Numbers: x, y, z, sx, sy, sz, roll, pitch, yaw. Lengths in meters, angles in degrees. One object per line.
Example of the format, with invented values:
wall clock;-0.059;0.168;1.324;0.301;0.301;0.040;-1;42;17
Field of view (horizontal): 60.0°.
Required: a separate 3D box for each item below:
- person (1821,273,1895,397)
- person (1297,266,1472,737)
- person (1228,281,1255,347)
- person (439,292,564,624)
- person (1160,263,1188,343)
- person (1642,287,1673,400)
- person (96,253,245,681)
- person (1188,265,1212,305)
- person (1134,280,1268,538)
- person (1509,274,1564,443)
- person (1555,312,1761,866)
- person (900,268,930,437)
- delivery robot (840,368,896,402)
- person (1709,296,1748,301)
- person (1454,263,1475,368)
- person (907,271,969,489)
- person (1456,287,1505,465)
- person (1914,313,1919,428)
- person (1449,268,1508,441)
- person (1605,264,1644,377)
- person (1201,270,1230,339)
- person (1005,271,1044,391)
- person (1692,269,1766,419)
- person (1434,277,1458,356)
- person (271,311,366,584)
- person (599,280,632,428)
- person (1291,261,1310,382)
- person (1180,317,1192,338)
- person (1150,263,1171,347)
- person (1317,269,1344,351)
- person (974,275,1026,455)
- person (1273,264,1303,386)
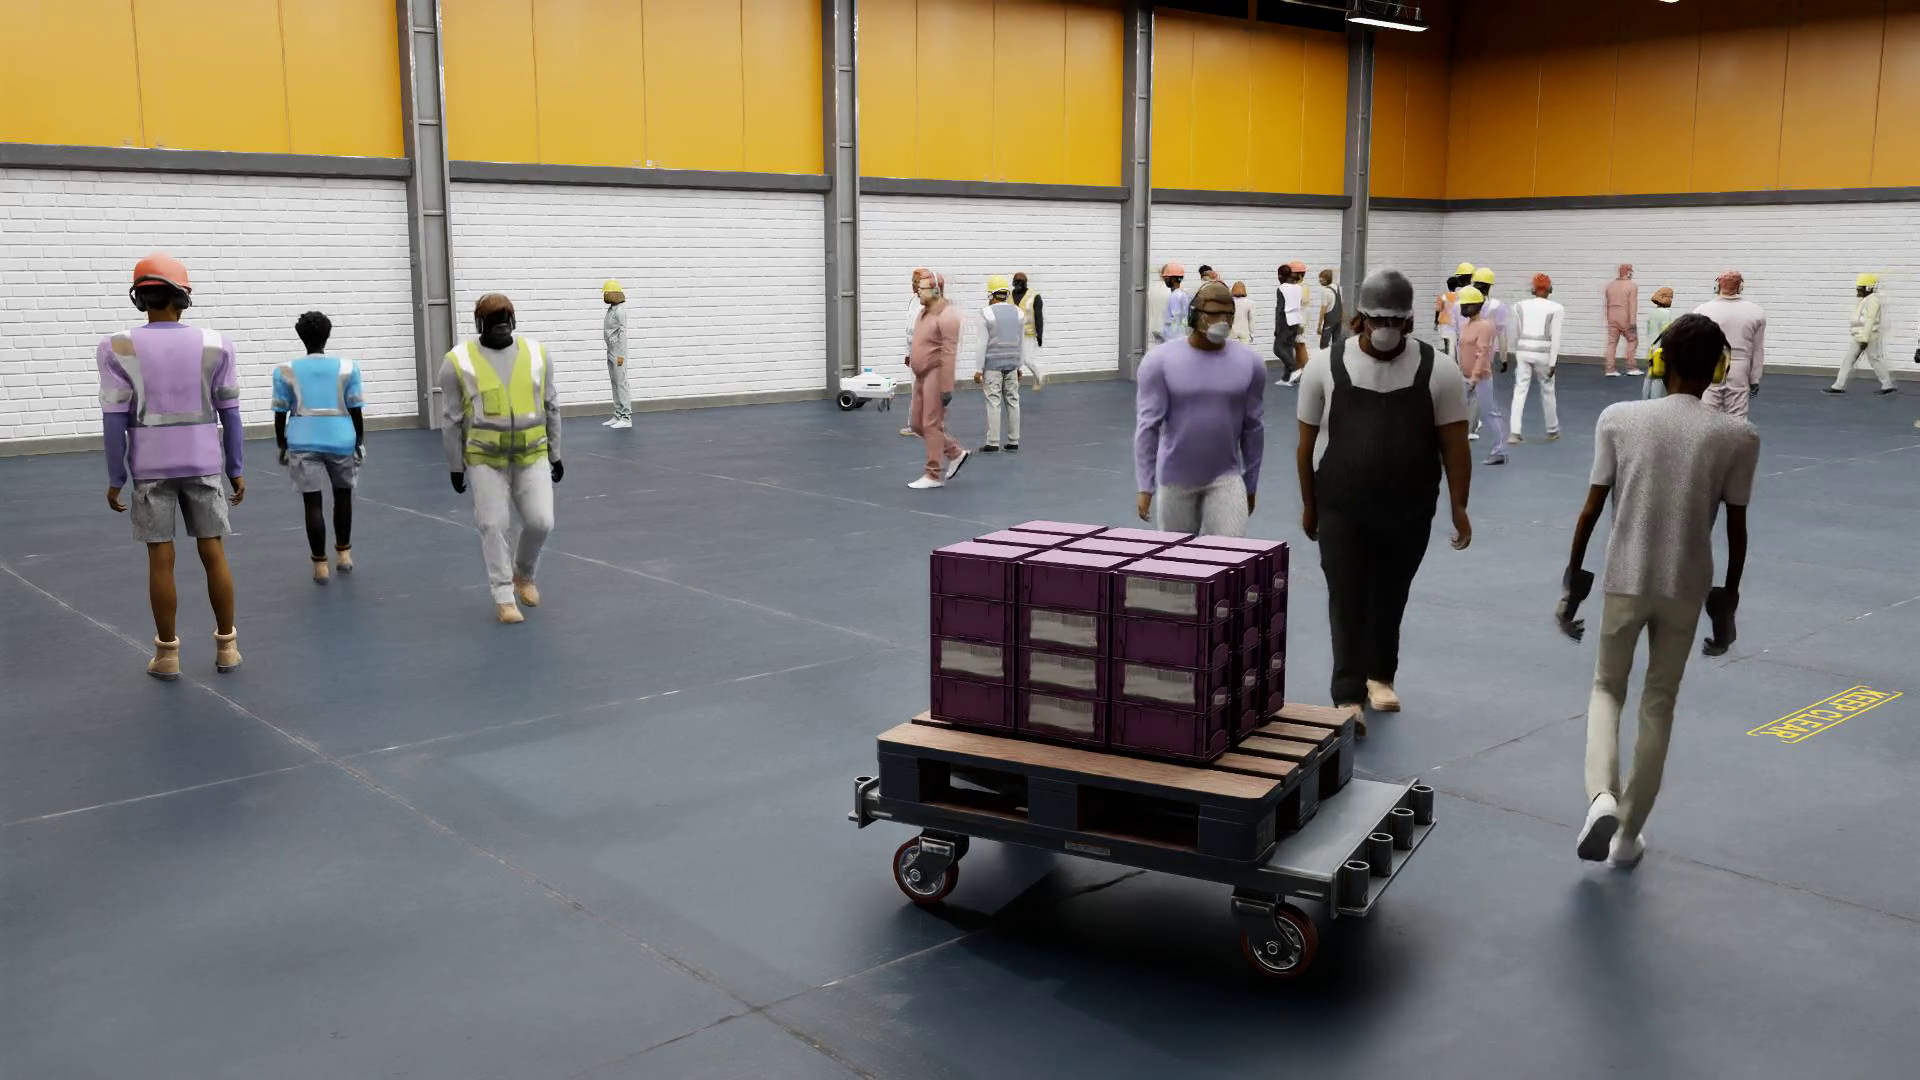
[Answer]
person;13.084;-2.951;24.014;0.946;1.777;0.603;2;10;12
person;1.793;-0.191;7.059;0.704;2.000;1.029;1;10;8
person;4.286;-3.162;25.633;0.500;1.636;0.280;1;10;7
person;-2.522;-0.452;9.203;0.655;1.830;0.438;-5;11;-26
person;2.709;-2.543;21.130;0.359;1.939;0.542;3;10;17
person;8.860;-2.382;21.073;0.278;1.633;0.498;-1;10;-4
person;-3.771;-0.348;7.988;0.614;2.035;0.395;-6;12;-33
person;3.994;-3.525;27.085;0.605;1.885;1.049;0;10;1
person;1.132;-0.236;7.718;0.646;1.899;0.922;0;10;-2
person;6.255;-1.967;18.072;0.573;1.836;0.950;7;12;35
person;2.256;0.187;5.423;0.575;1.837;0.544;4;11;24
person;-0.434;-2.095;18.666;0.355;1.884;0.575;-7;12;-36
delivery robot;-1.202;-2.023;21.854;0.707;0.478;0.477;2;10;12
person;9.703;-2.482;21.097;0.530;1.837;0.916;0;10;1
person;7.207;-2.994;23.797;0.362;1.928;0.587;7;12;34
person;-0.196;-1.388;14.491;0.525;1.890;0.674;-4;10;-22
person;4.915;-1.566;16.047;0.898;1.719;0.538;-3;10;-16
person;11.436;-2.259;19.338;0.636;1.980;0.564;-1;10;-5
person;5.780;-2.062;18.477;0.606;1.877;0.903;7;12;34
person;11.204;-3.679;27.924;0.785;1.881;0.673;-5;11;-27
person;3.384;-2.716;22.462;0.453;1.828;0.559;-6;11;-29
person;0.912;-2.962;23.966;0.660;1.814;0.724;4;11;24
person;6.766;-1.441;14.767;0.652;1.906;0.403;1;10;7
person;8.716;-3.846;29.598;0.544;1.647;0.861;0;10;0
person;-4.016;-0.593;10.450;0.551;1.669;0.687;-4;10;-21
person;-4.088;-2.199;19.684;0.302;1.743;0.494;-5;11;-27
person;5.419;-3.496;26.706;0.378;1.936;0.548;-1;10;-4
person;2.788;-2.030;19.144;0.536;1.592;0.875;1;10;4
person;2.881;-2.911;23.334;0.468;1.928;0.631;-5;11;-28
person;6.160;-3.565;27.532;0.650;1.805;0.345;-8;13;-39
person;0.392;-1.788;17.013;0.591;1.833;0.404;-6;11;-32
person;5.147;-3.341;25.928;0.605;1.894;0.495;-9;13;-42
